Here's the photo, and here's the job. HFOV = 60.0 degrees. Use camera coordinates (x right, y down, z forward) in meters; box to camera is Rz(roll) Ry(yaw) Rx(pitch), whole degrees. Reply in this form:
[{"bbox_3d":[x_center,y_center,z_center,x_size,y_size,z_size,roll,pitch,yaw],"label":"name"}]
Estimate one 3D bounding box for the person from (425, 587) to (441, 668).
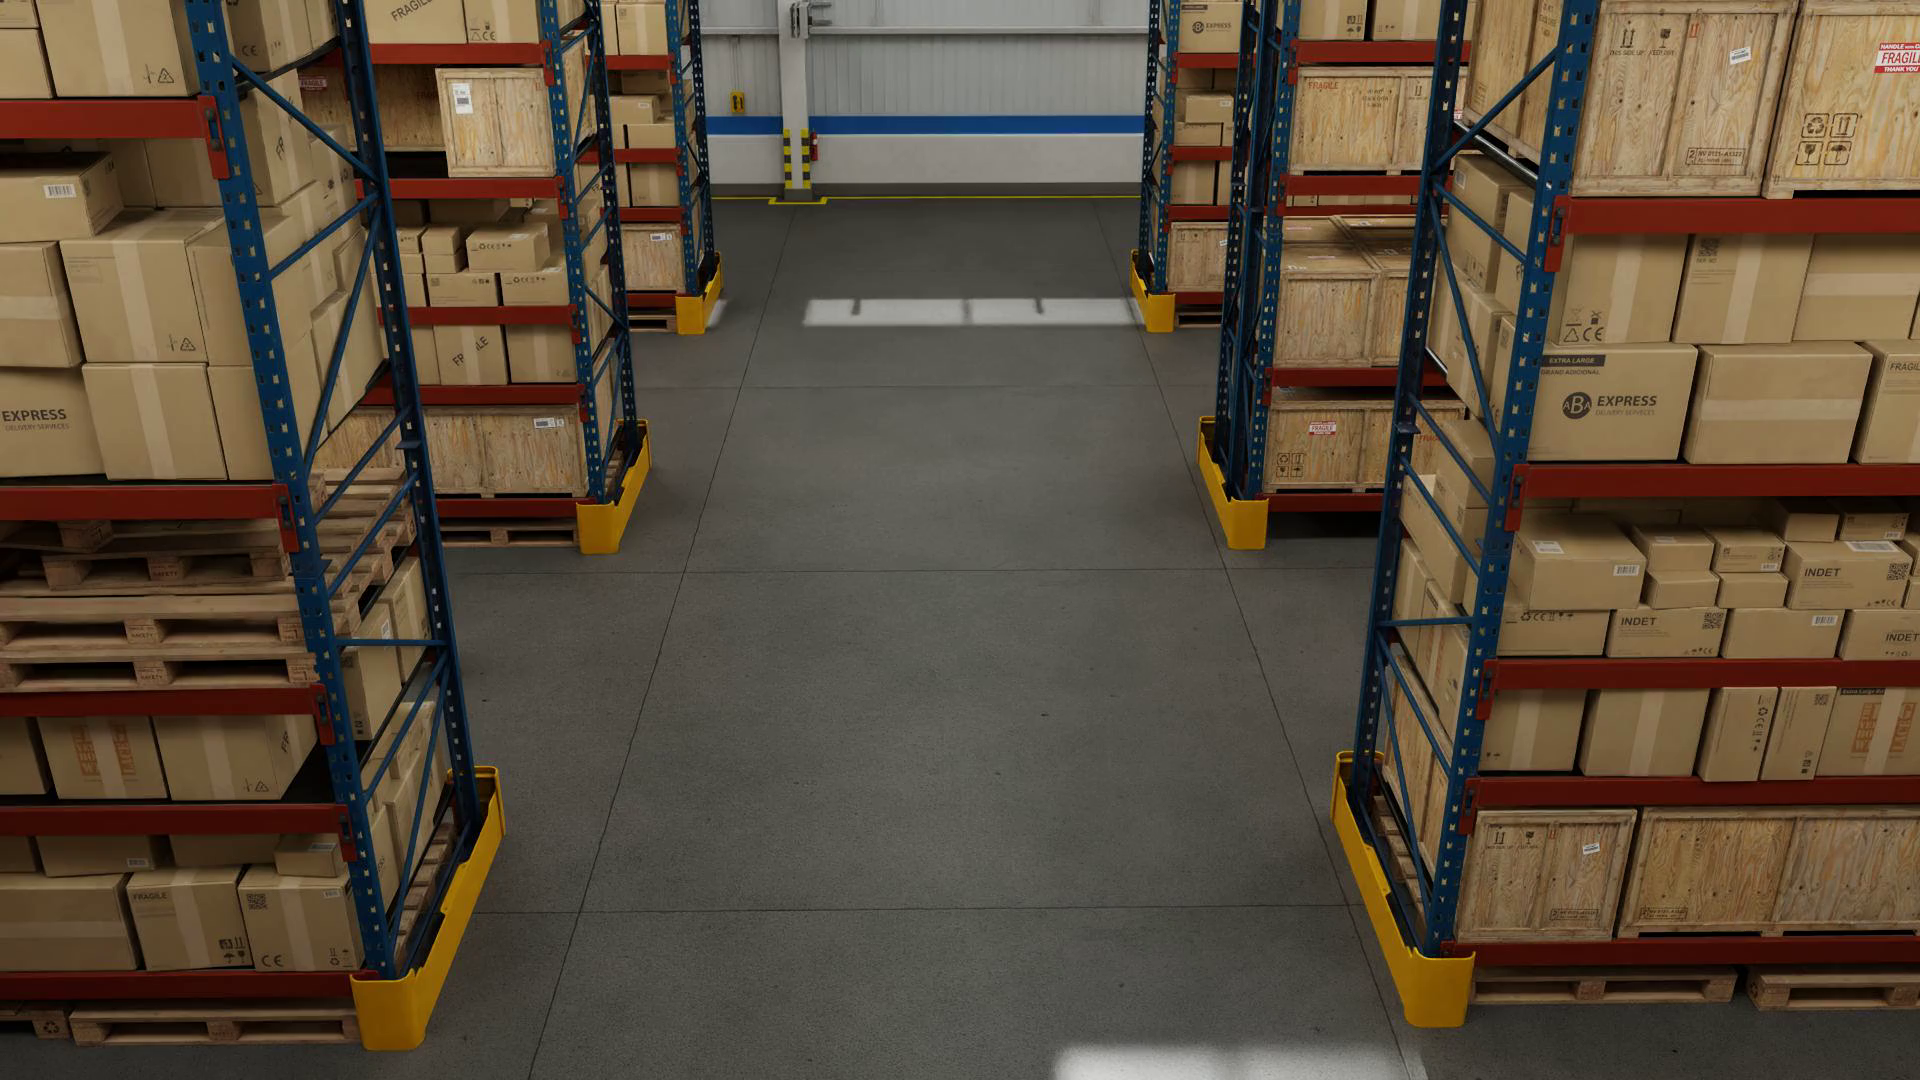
[{"bbox_3d":[-4.560,0.289,13.367,0.904,1.628,0.487,12,28,24],"label":"person"}]
